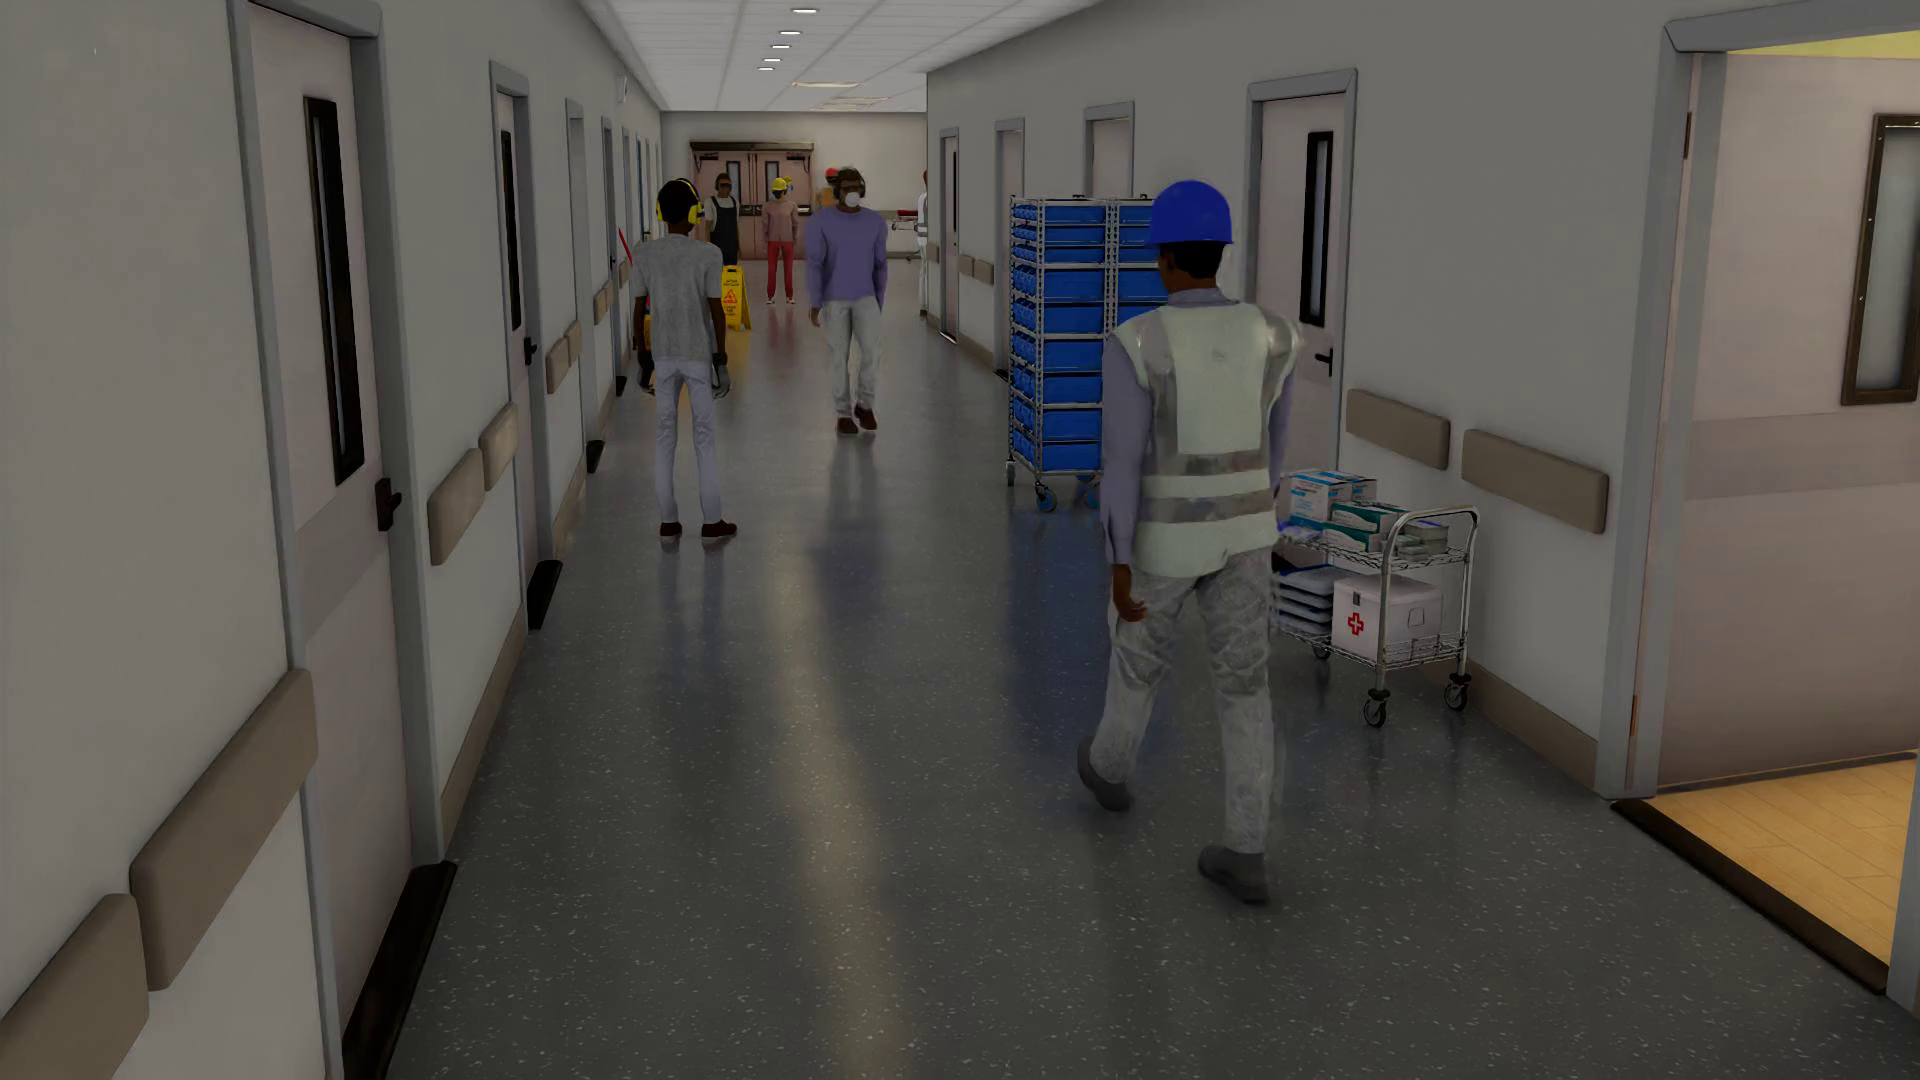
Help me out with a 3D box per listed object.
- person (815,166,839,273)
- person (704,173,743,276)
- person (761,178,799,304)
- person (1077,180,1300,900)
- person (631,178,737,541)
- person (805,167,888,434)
[{"bbox_3d":[-2.055,-5.043,26.824,0.570,1.922,0.500,4,13,17],"label":"person"},{"bbox_3d":[-2.981,-3.706,21.045,0.516,1.843,0.332,-11,17,-40],"label":"person"},{"bbox_3d":[-2.530,-4.208,23.455,0.533,1.765,0.321,-2,13,-9],"label":"person"},{"bbox_3d":[0.630,-0.028,4.621,0.601,1.894,1.015,-4,13,-16],"label":"person"},{"bbox_3d":[-1.441,-0.925,8.638,0.513,1.872,0.331,2,13,10],"label":"person"},{"bbox_3d":[-0.804,-1.716,12.043,0.635,1.923,0.456,-4,13,-16],"label":"person"}]
